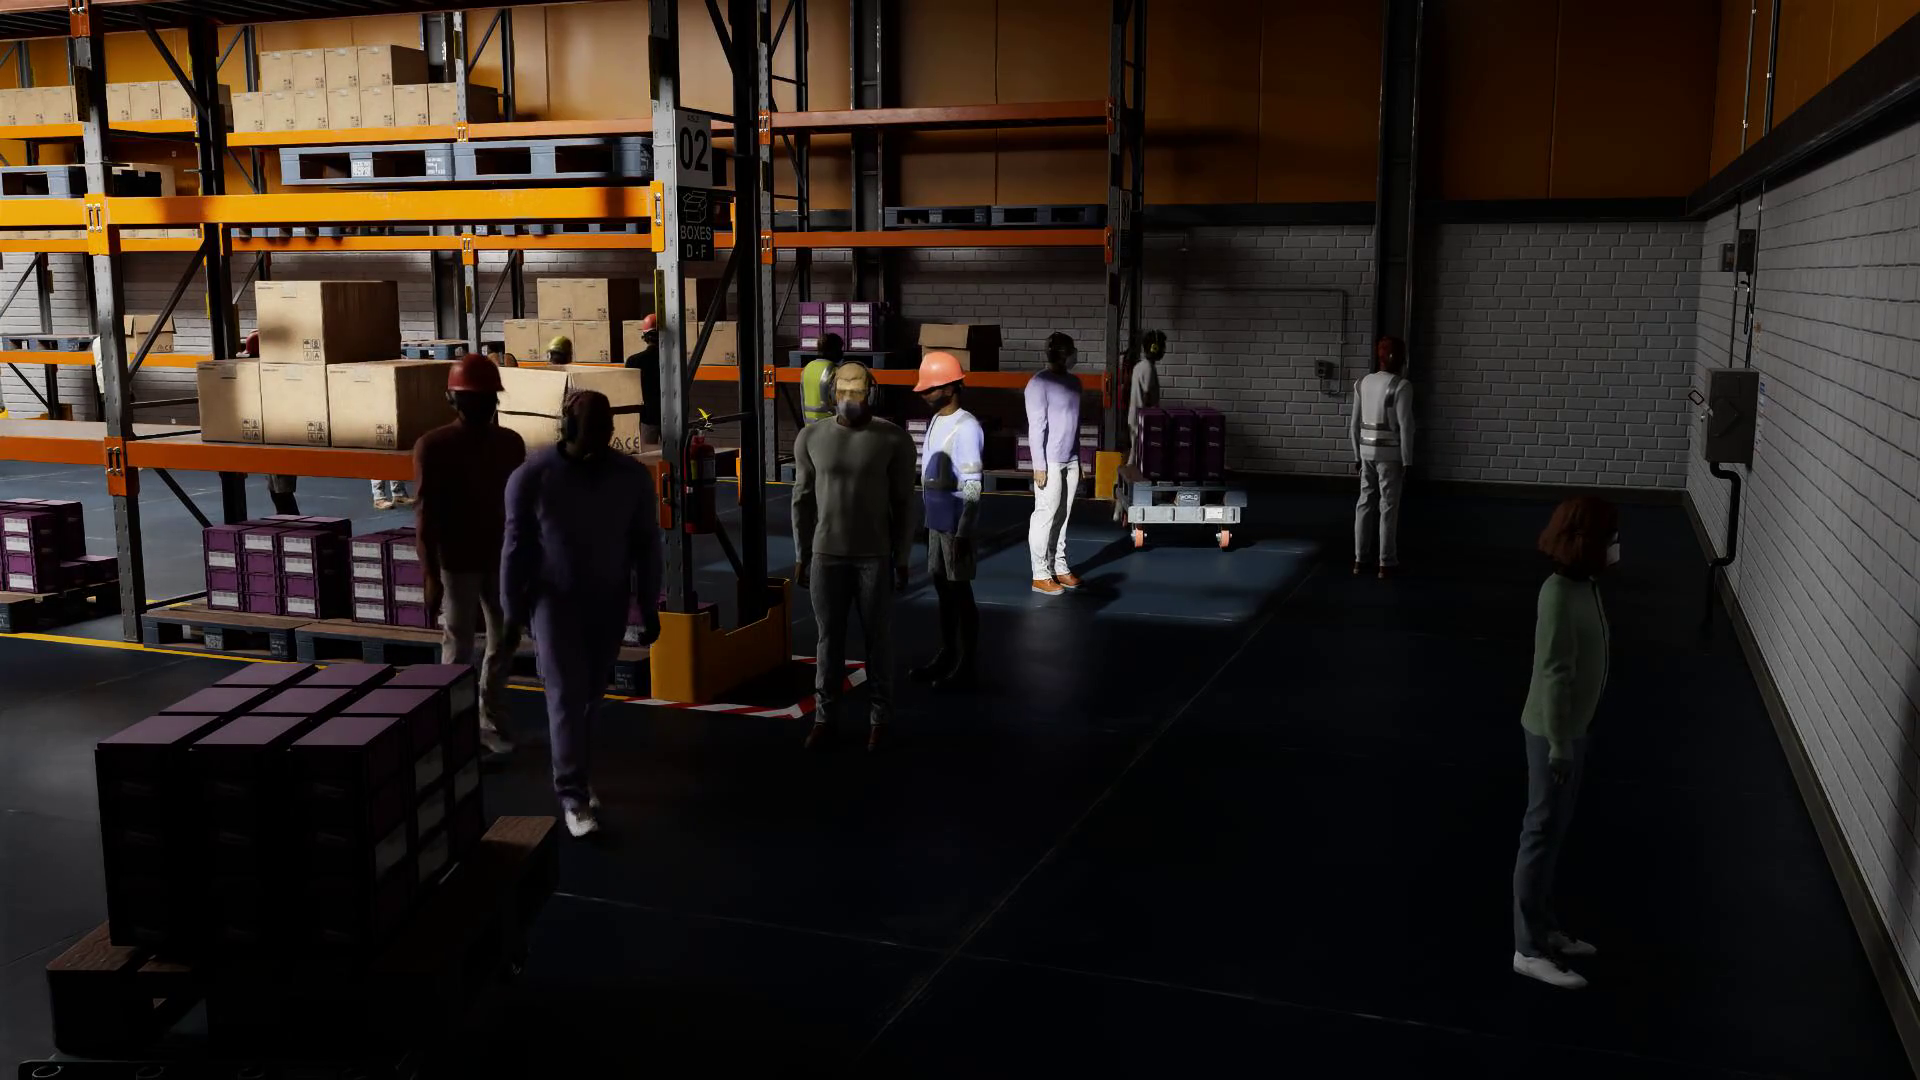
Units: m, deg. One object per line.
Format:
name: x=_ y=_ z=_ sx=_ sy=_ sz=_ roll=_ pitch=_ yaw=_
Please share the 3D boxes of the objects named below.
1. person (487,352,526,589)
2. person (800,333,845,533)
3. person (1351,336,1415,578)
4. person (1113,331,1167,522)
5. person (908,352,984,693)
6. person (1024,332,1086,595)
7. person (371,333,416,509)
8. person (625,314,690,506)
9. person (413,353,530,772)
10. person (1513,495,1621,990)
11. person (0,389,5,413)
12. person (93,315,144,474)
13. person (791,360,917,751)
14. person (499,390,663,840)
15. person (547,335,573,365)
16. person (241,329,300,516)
person: x=-3.136 y=-0.387 z=11.556 sx=0.430 sy=1.836 sz=0.619 roll=-2 pitch=9 yaw=-11
person: x=-1.175 y=-0.955 z=15.086 sx=0.429 sy=1.840 sz=0.636 roll=-7 pitch=12 yaw=-38
person: x=3.308 y=-0.647 z=13.001 sx=0.346 sy=1.885 sz=0.578 roll=-6 pitch=11 yaw=-32
person: x=1.875 y=-1.069 z=15.840 sx=0.929 sy=1.823 sz=0.534 roll=-2 pitch=9 yaw=-10
person: x=-0.082 y=-0.100 z=9.444 sx=0.374 sy=1.927 sz=0.542 roll=-4 pitch=10 yaw=-25
person: x=0.725 y=-0.573 z=12.375 sx=0.372 sy=1.940 sz=0.629 roll=6 pitch=11 yaw=34
person: x=-5.776 y=-1.240 z=16.882 sx=0.430 sy=1.840 sz=0.626 roll=5 pitch=10 yaw=26
person: x=-2.857 y=-1.135 z=15.726 sx=0.611 sy=1.995 sz=0.375 roll=-5 pitch=10 yaw=-27
person: x=-2.311 y=0.104 z=7.979 sx=0.389 sy=2.002 sz=0.617 roll=8 pitch=12 yaw=40
person: x=2.044 y=0.658 z=5.599 sx=0.286 sy=1.633 sz=0.500 roll=5 pitch=10 yaw=29
person: x=-11.570 y=-1.609 z=19.564 sx=0.493 sy=1.715 sz=0.783 roll=-1 pitch=9 yaw=-8
person: x=-10.028 y=-1.783 z=19.797 sx=0.388 sy=1.992 sz=0.625 roll=1 pitch=9 yaw=3
person: x=-0.529 y=0.082 z=8.262 sx=0.632 sy=1.940 sz=0.372 roll=1 pitch=9 yaw=7
person: x=-1.568 y=0.305 z=7.085 sx=0.654 sy=1.865 sz=0.898 roll=-6 pitch=11 yaw=-34
person: x=-3.712 y=-1.008 z=15.546 sx=0.592 sy=1.804 sz=0.415 roll=-1 pitch=9 yaw=-6
person: x=-5.448 y=-0.701 z=13.200 sx=0.376 sy=1.932 sz=0.543 roll=-6 pitch=11 yaw=-33
